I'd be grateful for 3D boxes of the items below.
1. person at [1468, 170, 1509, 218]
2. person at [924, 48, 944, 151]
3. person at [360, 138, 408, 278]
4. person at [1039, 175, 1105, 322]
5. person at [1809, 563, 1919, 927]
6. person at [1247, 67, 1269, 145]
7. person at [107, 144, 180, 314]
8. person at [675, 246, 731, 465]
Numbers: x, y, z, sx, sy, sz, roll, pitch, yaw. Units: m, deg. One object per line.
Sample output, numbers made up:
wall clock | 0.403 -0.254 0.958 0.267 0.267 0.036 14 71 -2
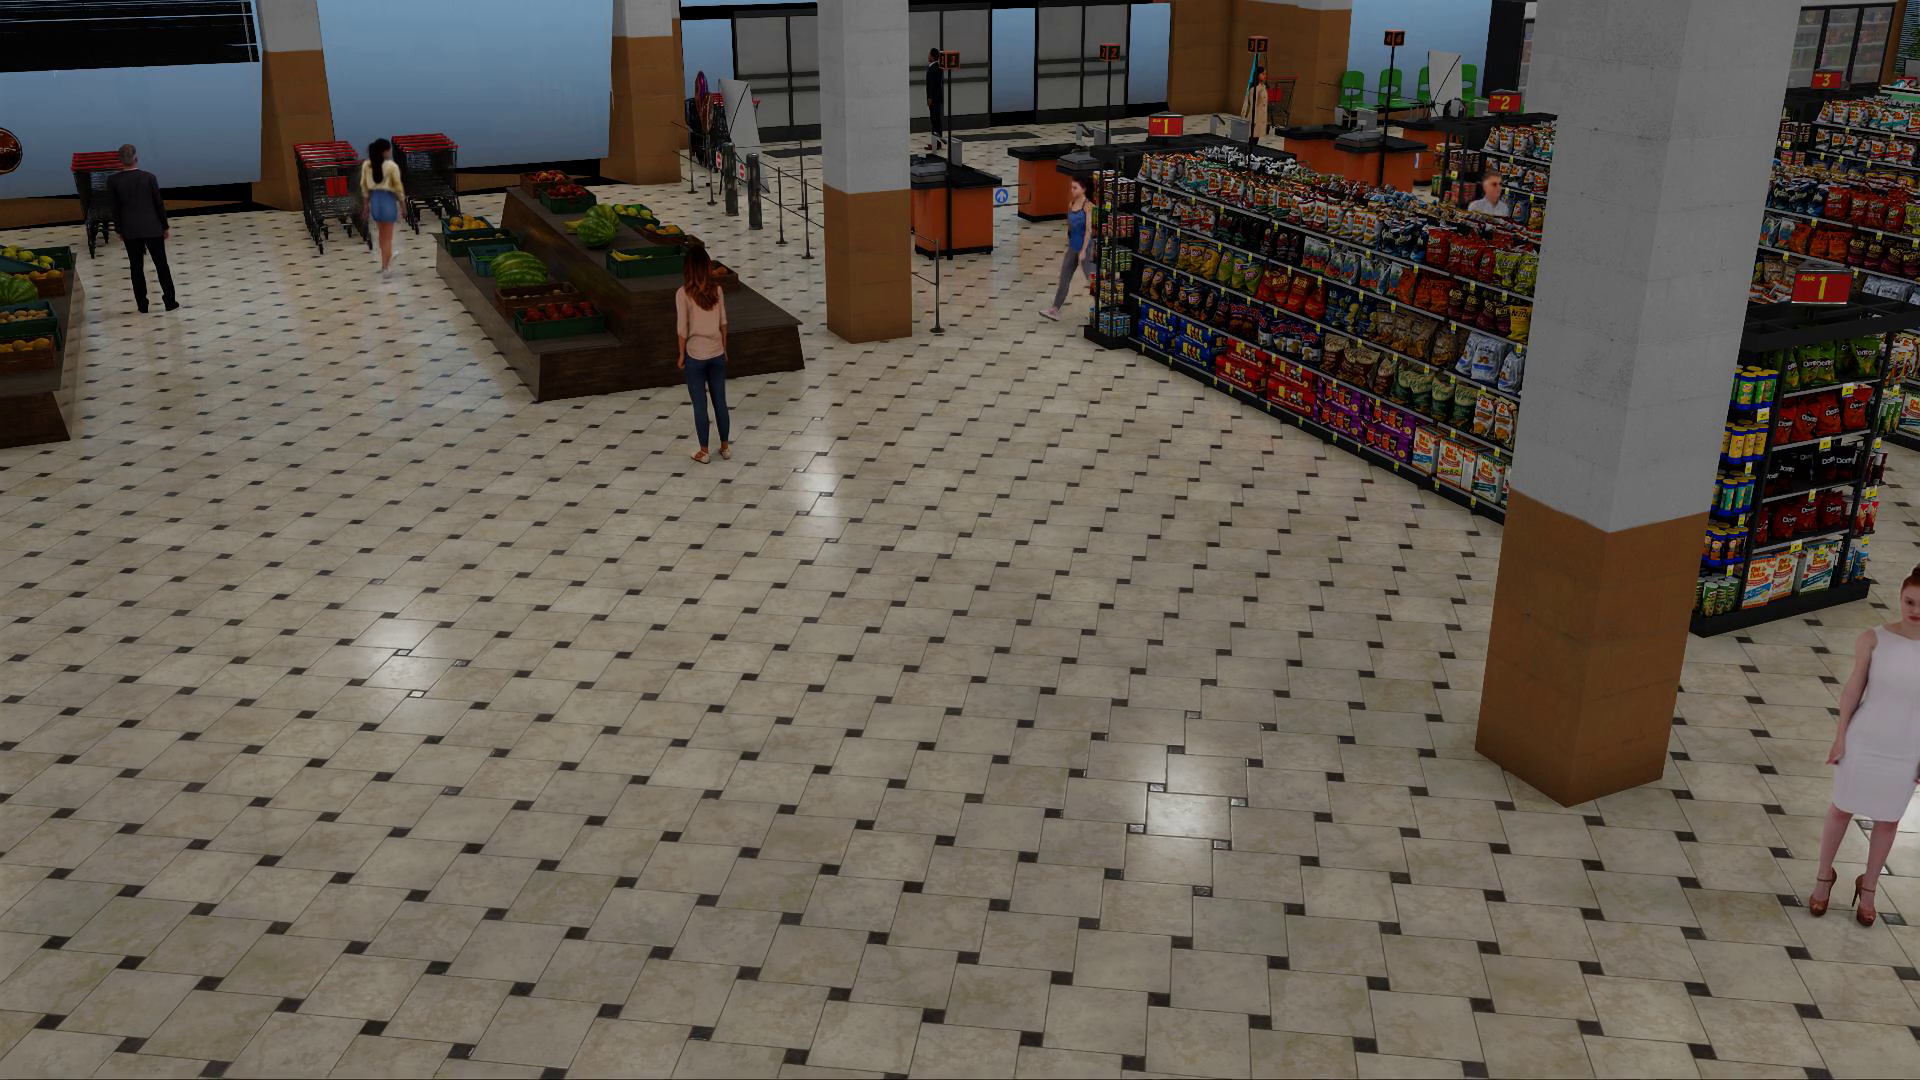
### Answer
person | 5.301 -2.873 16.973 0.718 1.800 1.098 -7 23 -18
person | -0.435 -7.734 29.168 0.767 1.727 0.682 5 23 13
person | -6.923 -3.956 19.953 0.967 1.587 1.113 2 22 5
person | 1.372 -3.106 17.862 0.733 1.569 0.989 -14 26 -30
person | 4.167 0.939 7.495 0.627 1.792 0.704 10 24 22
person | 4.766 -6.765 26.817 0.736 1.682 0.720 12 25 28
person | -9.012 -3.436 18.317 0.704 1.842 0.587 -9 24 -21
person | -2.090 -1.512 13.598 0.599 1.792 0.540 -12 25 -27
